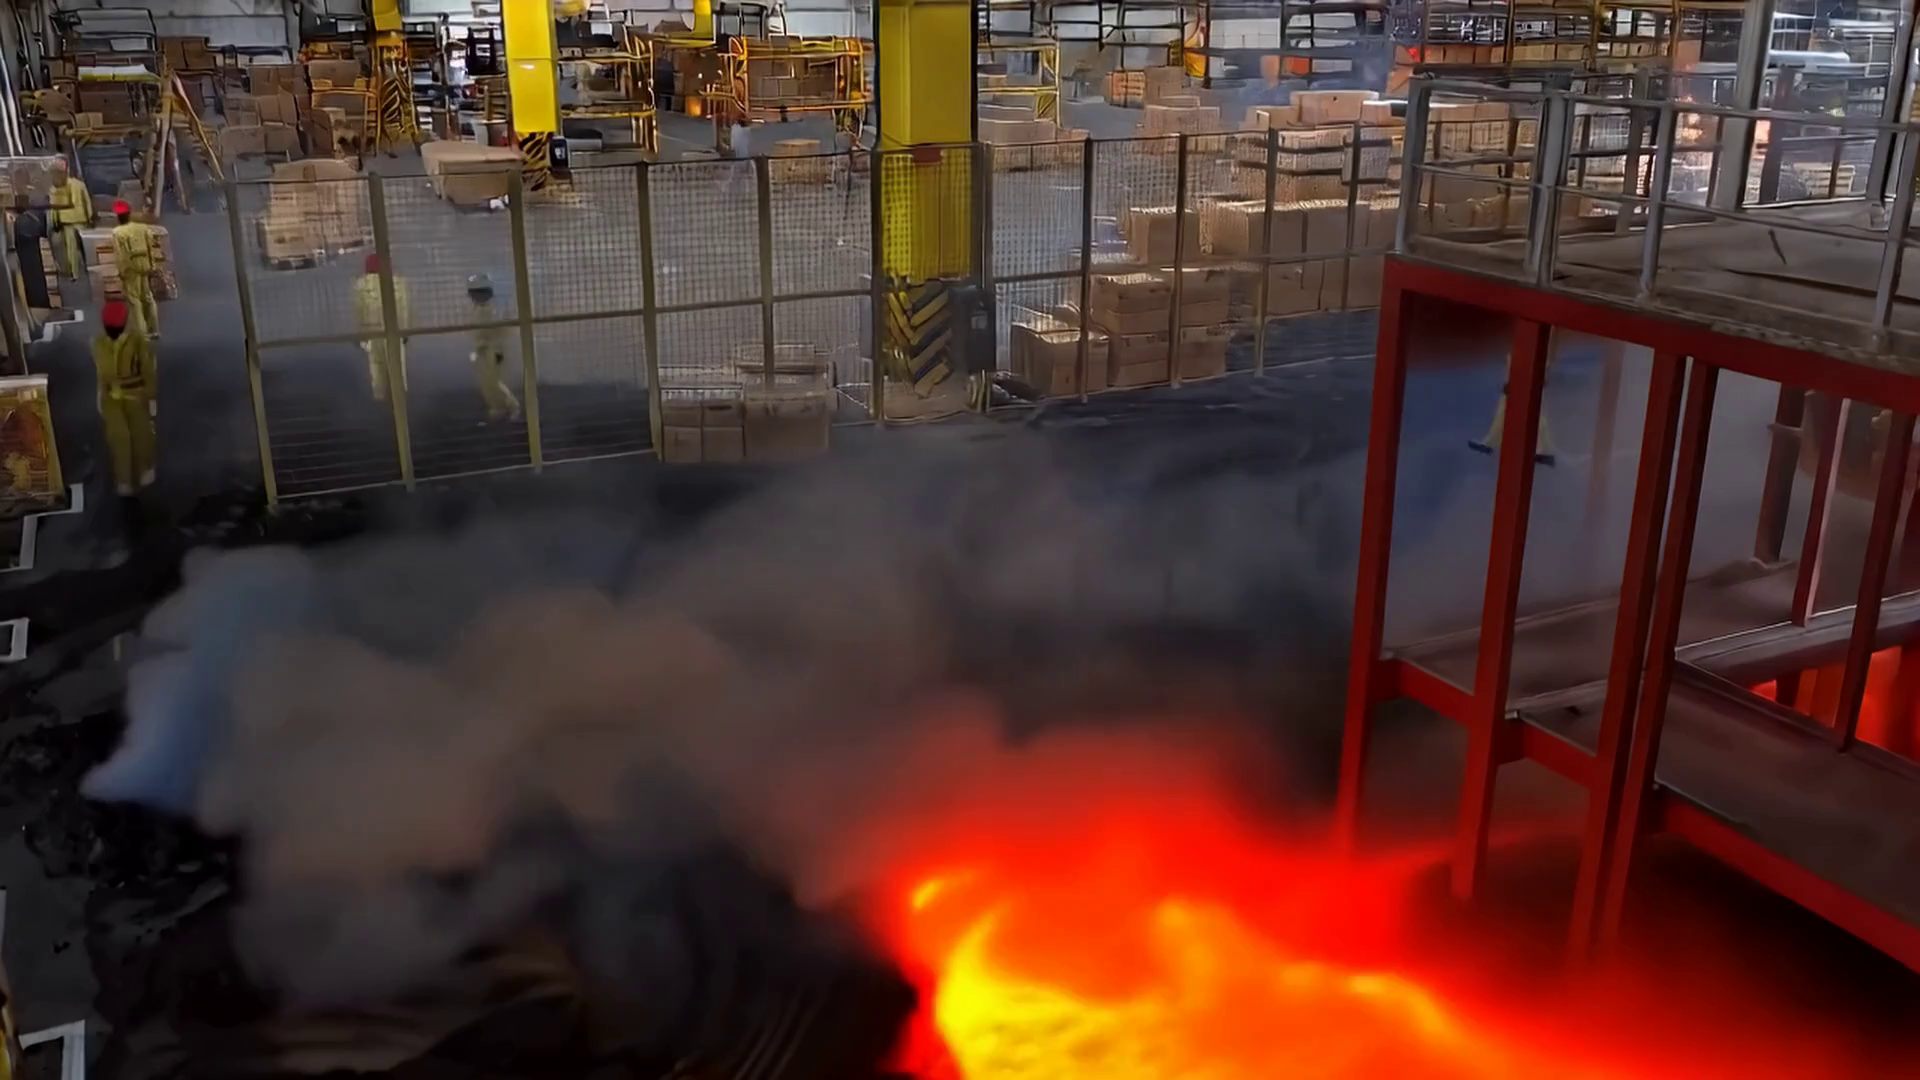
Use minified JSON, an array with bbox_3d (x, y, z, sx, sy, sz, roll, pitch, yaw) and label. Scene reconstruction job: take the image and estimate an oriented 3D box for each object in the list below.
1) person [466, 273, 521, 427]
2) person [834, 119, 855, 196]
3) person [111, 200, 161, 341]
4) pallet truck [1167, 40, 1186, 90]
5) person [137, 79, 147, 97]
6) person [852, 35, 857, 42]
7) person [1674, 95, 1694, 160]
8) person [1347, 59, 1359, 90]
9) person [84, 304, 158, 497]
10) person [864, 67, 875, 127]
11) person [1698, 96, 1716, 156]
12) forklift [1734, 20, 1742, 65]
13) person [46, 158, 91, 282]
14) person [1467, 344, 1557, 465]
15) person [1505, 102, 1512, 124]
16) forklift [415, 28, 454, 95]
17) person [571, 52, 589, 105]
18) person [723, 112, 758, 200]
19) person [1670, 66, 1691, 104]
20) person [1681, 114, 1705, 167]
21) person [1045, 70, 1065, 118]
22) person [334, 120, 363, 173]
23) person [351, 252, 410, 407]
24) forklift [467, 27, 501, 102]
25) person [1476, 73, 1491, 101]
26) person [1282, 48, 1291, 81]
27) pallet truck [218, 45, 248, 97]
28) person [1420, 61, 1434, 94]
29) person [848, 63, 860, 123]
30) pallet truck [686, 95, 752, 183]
[{"bbox_3d":[-5.257,-2.124,18.558,0.483,1.734,0.441,15,24,37],"label":"person"},{"bbox_3d":[-2.603,-8.624,37.474,0.532,1.689,0.321,9,21,26],"label":"person"},{"bbox_3d":[-11.357,-3.702,22.844,0.386,1.922,0.594,7,20,20],"label":"person"},{"bbox_3d":[9.045,-19.971,69.895,0.823,1.965,1.885,-3,19,-8],"label":"pallet truck"},{"bbox_3d":[-25.181,-13.421,51.465,0.515,1.634,0.313,9,21,24],"label":"person"},{"bbox_3d":[-4.832,-22.574,77.586,0.879,1.898,0.561,12,22,31],"label":"person"},{"bbox_3d":[17.870,-10.005,41.108,0.542,1.930,0.375,2,19,6],"label":"person"},{"bbox_3d":[13.228,-15.325,56.491,0.821,1.949,0.634,3,19,8],"label":"person"},{"bbox_3d":[-8.112,-1.374,16.137,0.636,1.884,0.977,-5,20,-15],"label":"person"},{"bbox_3d":[-2.841,-14.265,53.545,0.577,1.877,0.349,17,26,41],"label":"person"},{"bbox_3d":[20.373,-11.346,45.531,0.517,1.607,0.847,-8,21,-23],"label":"person"},{"bbox_3d":[32.636,-20.156,69.097,1.129,2.768,1.873,-10,21,-26],"label":"forklift"},{"bbox_3d":[-14.504,-5.214,27.126,0.612,1.991,0.392,-17,25,-40],"label":"person"},{"bbox_3d":[5.831,-1.706,17.205,0.970,1.835,0.591,13,23,33],"label":"person"},{"bbox_3d":[12.840,-9.471,39.626,0.817,1.894,0.600,10,21,26],"label":"person"},{"bbox_3d":[-21.585,-19.456,67.070,1.129,2.768,1.873,14,23,35],"label":"forklift"},{"bbox_3d":[-14.137,-17.197,61.952,0.627,1.934,0.370,-5,20,-14],"label":"person"},{"bbox_3d":[-4.867,-8.505,36.806,0.942,1.912,0.629,17,25,41],"label":"person"},{"bbox_3d":[24.196,-14.994,55.793,0.928,1.794,0.585,-12,22,-30],"label":"person"},{"bbox_3d":[16.586,-8.755,37.734,0.312,1.769,0.522,-10,21,-26],"label":"person"},{"bbox_3d":[3.293,-15.276,56.896,0.871,1.593,0.534,-16,25,-39],"label":"person"},{"bbox_3d":[-12.628,-7.706,34.433,0.542,1.938,0.357,-8,21,-23],"label":"person"},{"bbox_3d":[-6.677,-2.415,19.285,0.650,1.813,0.619,-10,21,-27],"label":"person"},{"bbox_3d":[-17.547,-17.497,61.390,1.129,2.768,1.873,-11,22,-29],"label":"forklift"},{"bbox_3d":[15.763,-13.100,50.105,0.440,1.908,0.613,11,22,28],"label":"person"},{"bbox_3d":[13.031,-18.839,66.893,0.802,1.814,0.627,-7,20,-19],"label":"person"},{"bbox_3d":[-28.879,-18.665,66.111,0.823,1.965,1.885,-3,19,-9],"label":"pallet truck"},{"bbox_3d":[15.032,-14.502,53.978,0.535,2.000,0.682,16,24,38],"label":"person"},{"bbox_3d":[-3.496,-14.691,54.717,0.400,1.919,0.582,2,19,6],"label":"person"},{"bbox_3d":[-5.836,-9.608,39.856,0.823,1.965,1.885,10,22,27],"label":"pallet truck"}]
